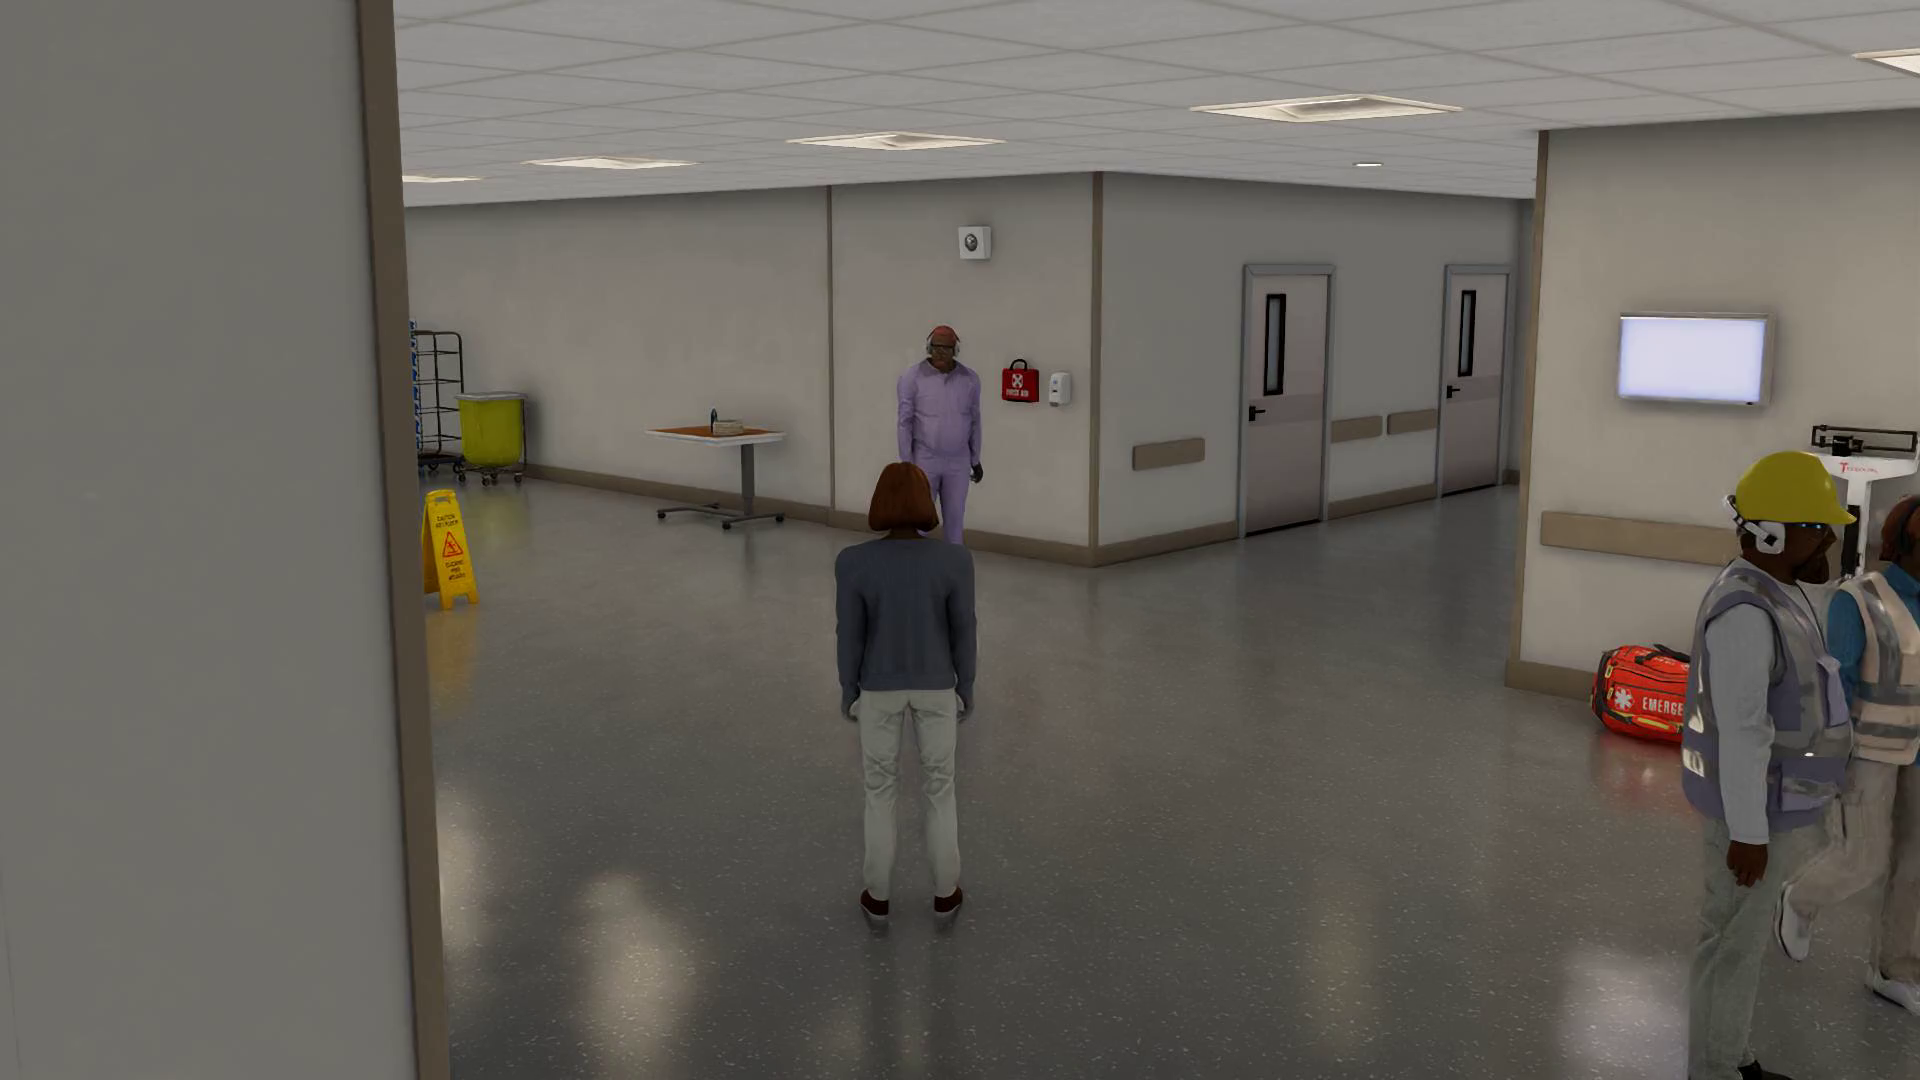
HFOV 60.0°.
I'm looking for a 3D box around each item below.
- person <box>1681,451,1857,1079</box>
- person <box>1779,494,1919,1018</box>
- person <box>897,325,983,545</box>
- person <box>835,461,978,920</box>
[{"bbox_3d":[2.124,0.675,4.408,0.404,1.832,0.599,5,11,29],"label":"person"},{"bbox_3d":[2.879,0.652,5.184,0.528,1.620,0.463,-2,9,-10],"label":"person"},{"bbox_3d":[-0.129,-0.571,11.841,0.638,1.904,0.402,-3,10,-20],"label":"person"},{"bbox_3d":[-0.187,0.536,5.870,0.499,1.633,0.289,-1,9,-4],"label":"person"}]
